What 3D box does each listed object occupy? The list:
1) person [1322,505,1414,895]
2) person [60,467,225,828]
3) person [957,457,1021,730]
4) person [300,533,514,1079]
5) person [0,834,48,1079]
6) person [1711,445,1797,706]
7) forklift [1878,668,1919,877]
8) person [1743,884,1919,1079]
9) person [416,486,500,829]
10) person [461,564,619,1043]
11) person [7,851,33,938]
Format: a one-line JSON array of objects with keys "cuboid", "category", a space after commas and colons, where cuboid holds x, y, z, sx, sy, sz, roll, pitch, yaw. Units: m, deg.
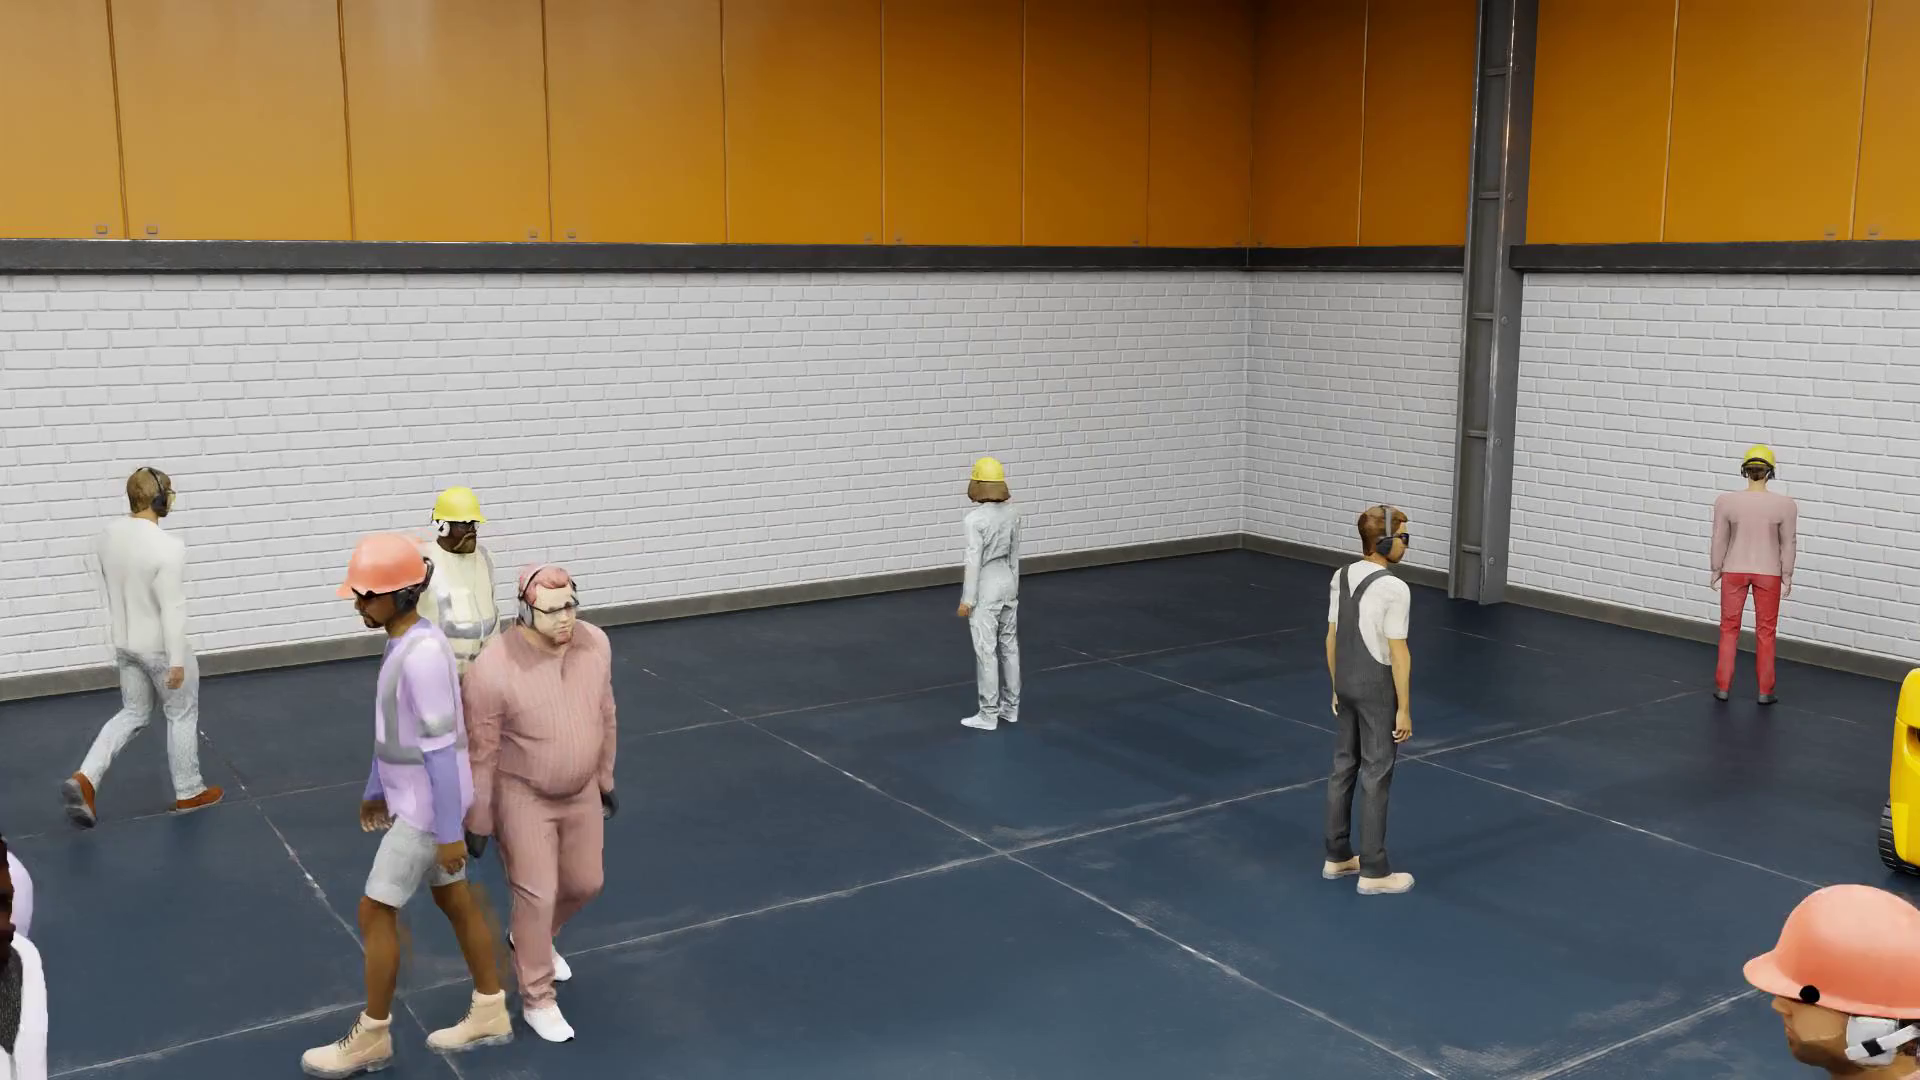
[{"cuboid": [1.944, 0.749, 7.889, 0.329, 1.842, 0.509, -5, 11, -27], "category": "person"}, {"cuboid": [-4.319, 0.572, 8.751, 0.642, 1.920, 0.793, 5, 10, 26], "category": "person"}, {"cuboid": [0.179, 0.337, 10.664, 0.310, 1.742, 0.508, 8, 13, 42], "category": "person"}, {"cuboid": [-2.087, 0.968, 6.067, 0.902, 2.002, 0.641, -3, 10, -17], "category": "person"}, {"cuboid": [-2.011, 1.479, 3.489, 1.019, 1.852, 0.591, 1, 9, 6], "category": "person"}, {"cuboid": [5.345, 0.237, 11.232, 0.523, 1.761, 0.323, 5, 11, 29], "category": "person"}, {"cuboid": [5.511, 0.571, 7.906, 2.313, 2.155, 1.214, -6, 11, -33], "category": "forklift"}, {"cuboid": [1.525, 1.537, 2.875, 1.045, 1.934, 0.638, 5, 11, 28], "category": "person"}, {"cuboid": [-2.628, 0.624, 8.715, 0.403, 1.825, 0.597, 6, 11, 32], "category": "person"}, {"cuboid": [-1.652, 0.978, 6.454, 0.657, 1.869, 0.669, 8, 12, 40], "category": "person"}, {"cuboid": [-2.620, 1.374, 4.078, 0.668, 1.861, 0.818, 1, 10, 7], "category": "person"}]
